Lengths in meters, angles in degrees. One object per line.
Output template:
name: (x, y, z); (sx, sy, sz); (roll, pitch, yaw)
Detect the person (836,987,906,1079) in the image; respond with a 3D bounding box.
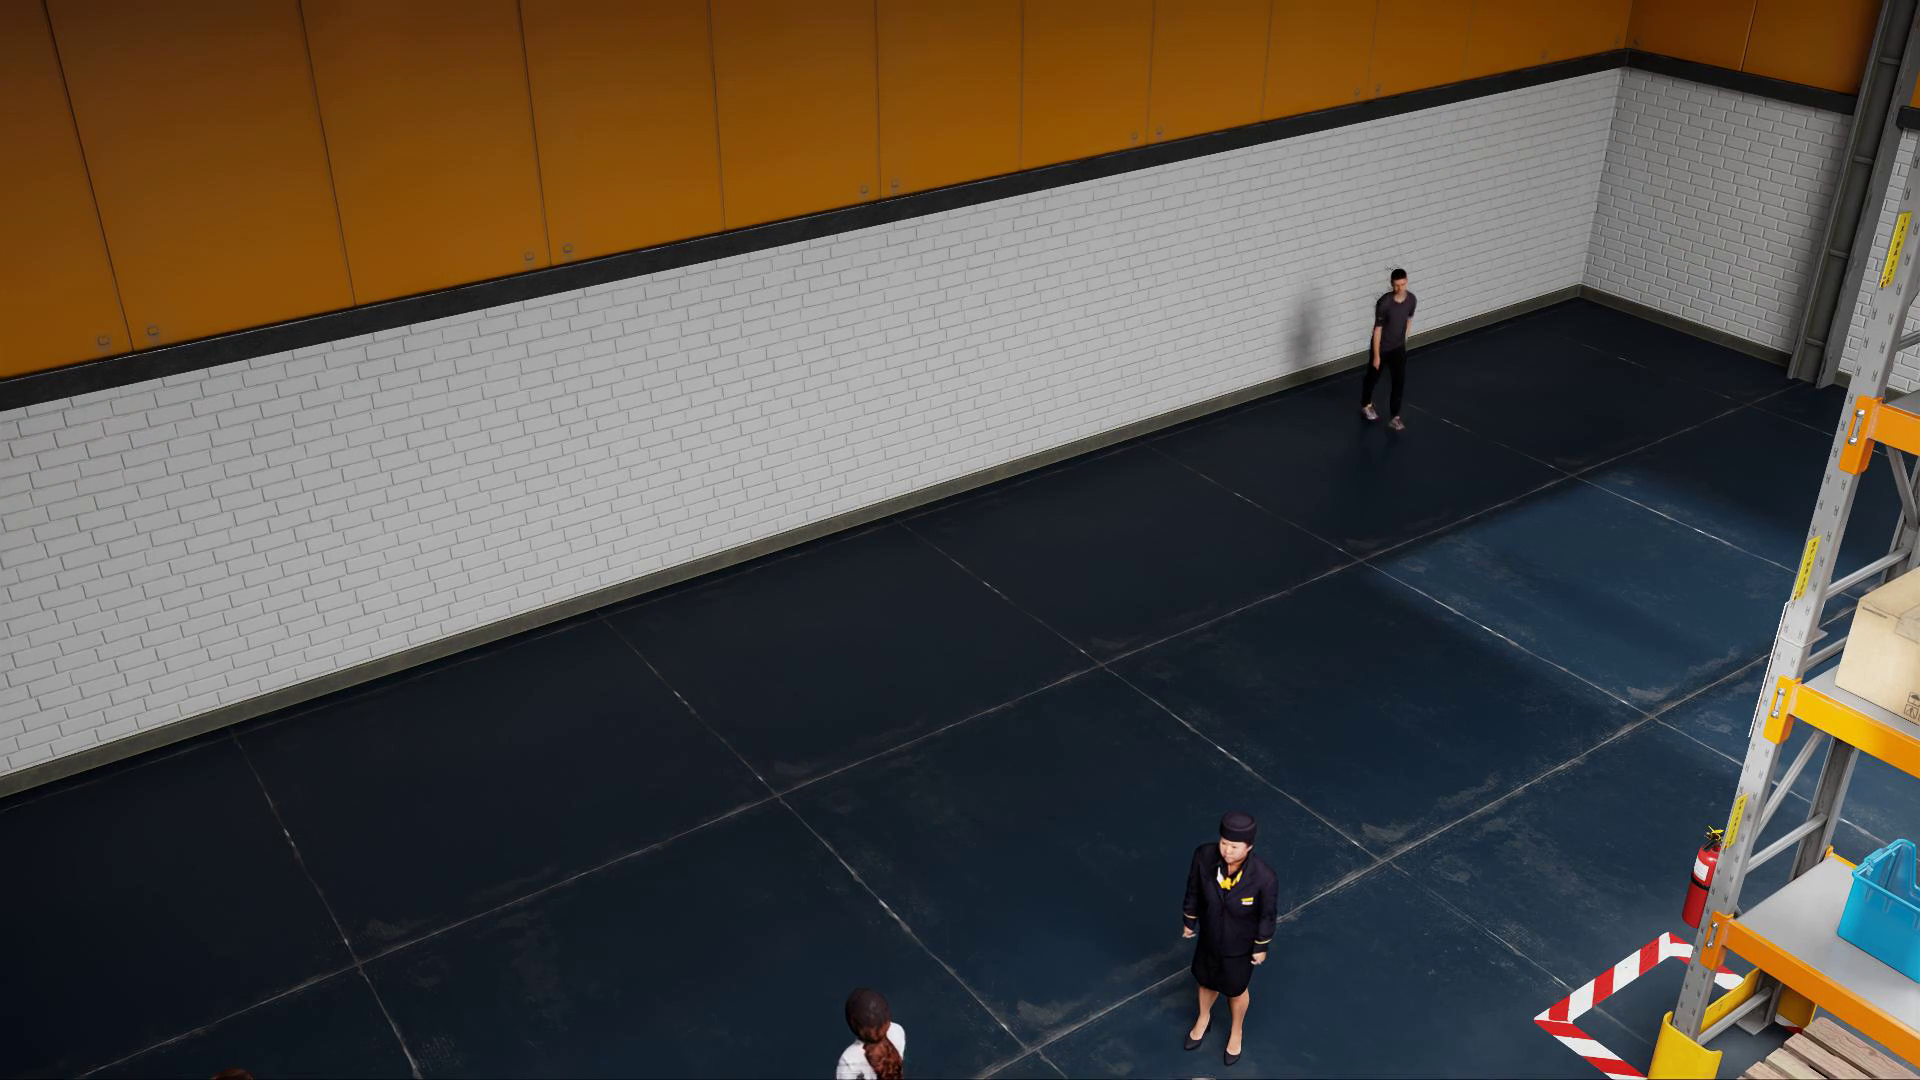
person: (-0.394, 2.911, 8.153); (0.654, 1.712, 0.652); (22, 35, 34)

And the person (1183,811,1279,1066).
person: (1.521, 2.242, 9.421); (0.722, 1.671, 0.849); (15, 32, 26)

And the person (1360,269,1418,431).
person: (4.393, -2.010, 17.165); (0.850, 1.722, 1.049); (-11, 30, -19)
